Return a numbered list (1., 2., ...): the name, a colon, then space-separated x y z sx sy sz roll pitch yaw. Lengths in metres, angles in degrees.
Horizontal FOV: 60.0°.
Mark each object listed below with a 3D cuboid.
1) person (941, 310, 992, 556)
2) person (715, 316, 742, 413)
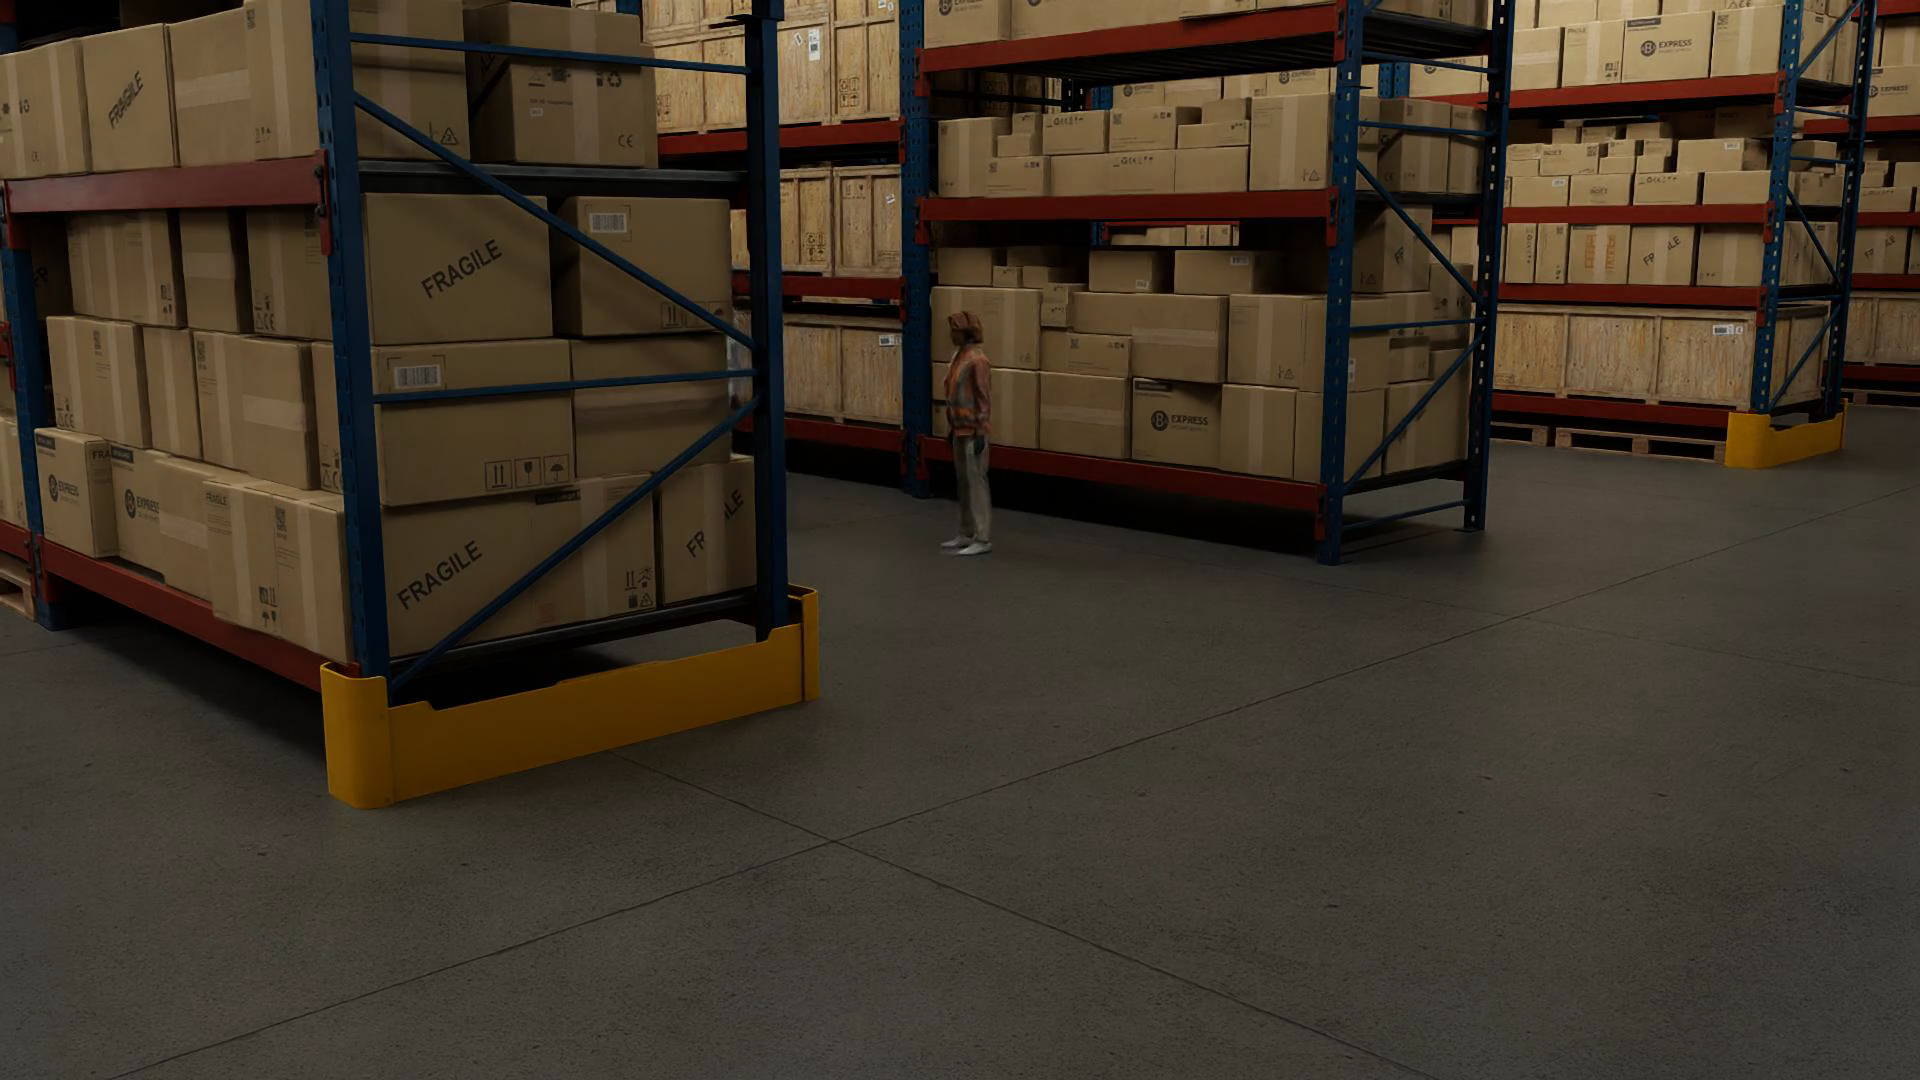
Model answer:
1. person: 0.057 -0.716 11.148 0.310 1.636 0.523 -4 11 -22
2. person: -2.013 -1.115 12.574 0.960 1.898 0.618 7 12 33
